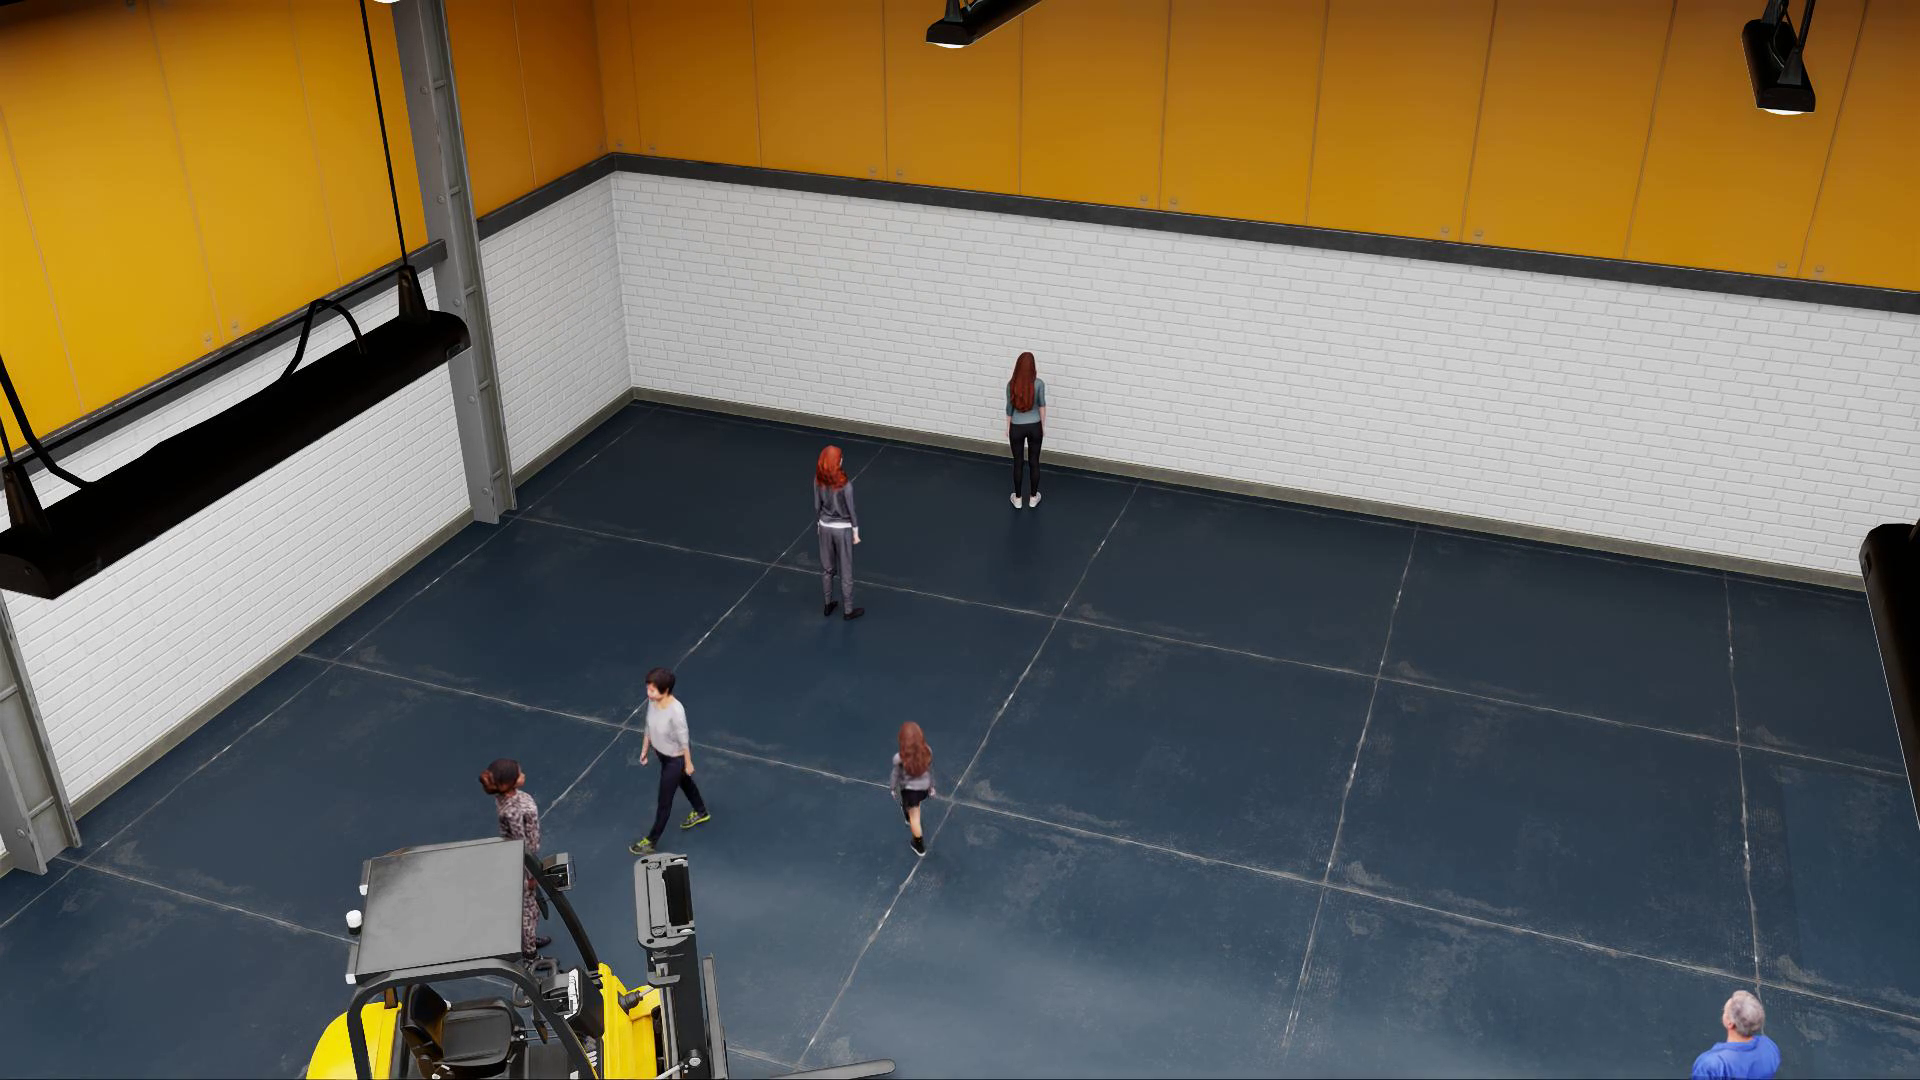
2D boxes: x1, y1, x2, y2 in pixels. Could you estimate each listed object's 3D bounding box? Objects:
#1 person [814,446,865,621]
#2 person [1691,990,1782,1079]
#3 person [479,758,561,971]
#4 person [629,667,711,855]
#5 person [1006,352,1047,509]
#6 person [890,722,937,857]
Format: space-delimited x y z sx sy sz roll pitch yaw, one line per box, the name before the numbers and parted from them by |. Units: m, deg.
person | -1.149 -0.072 15.465 0.601 1.780 0.543 14 32 24
person | 4.218 3.282 9.270 0.780 1.824 0.820 -11 30 -19
person | -3.007 2.199 11.371 0.739 1.714 0.677 -12 31 -21
person | -2.123 1.607 12.658 1.063 1.520 0.884 -21 35 -34
person | 0.691 -1.156 17.491 0.647 1.743 0.649 0 29 0
person | -0.325 1.895 12.595 0.762 1.075 0.808 -14 31 -23
